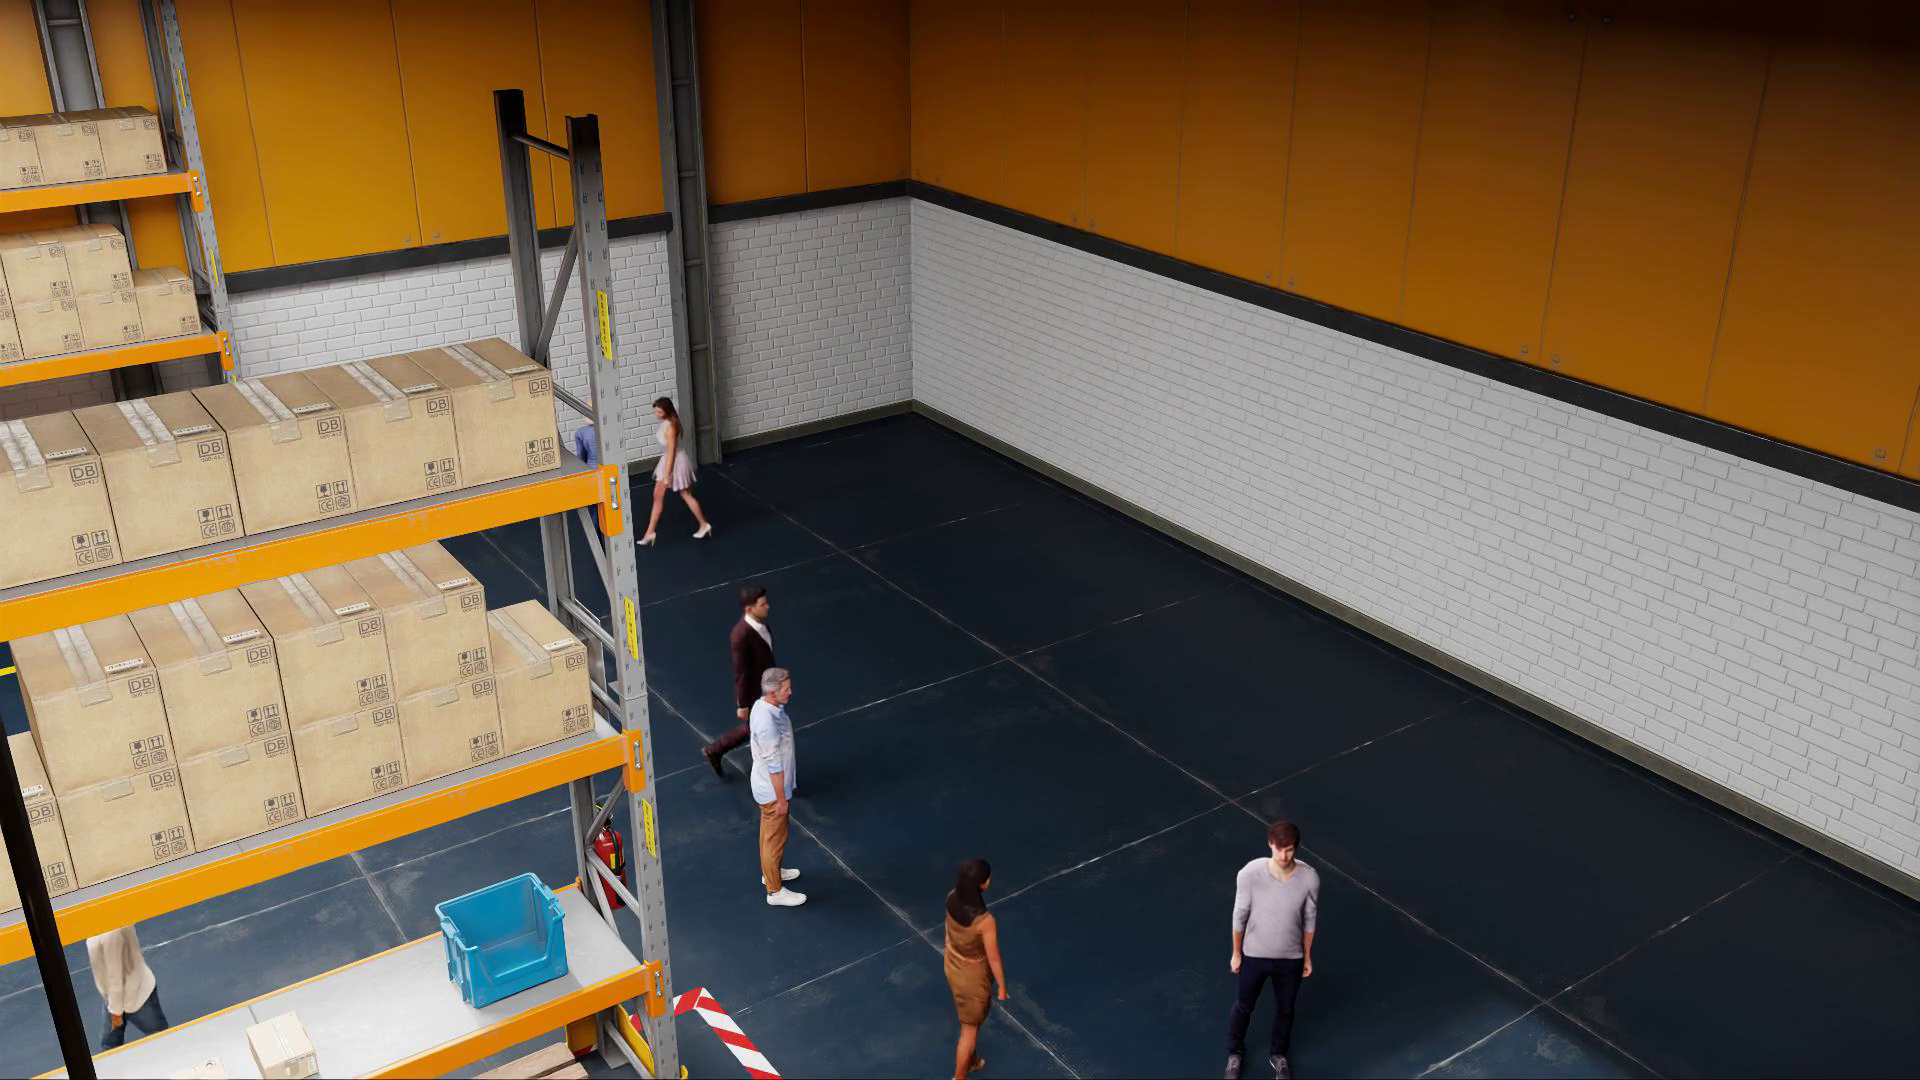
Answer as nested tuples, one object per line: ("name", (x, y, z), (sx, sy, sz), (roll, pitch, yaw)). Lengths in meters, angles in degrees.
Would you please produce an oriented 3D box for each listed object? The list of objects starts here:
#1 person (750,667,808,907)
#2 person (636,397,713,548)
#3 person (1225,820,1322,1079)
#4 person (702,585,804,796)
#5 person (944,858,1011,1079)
("person", (-1.335, 1.735, 11.869), (0.725, 1.822, 0.762), (-5, 24, -11))
("person", (-2.949, -0.724, 17.644), (1.124, 1.702, 0.759), (-6, 24, -14))
("person", (1.898, 2.492, 10.111), (0.703, 1.843, 0.793), (1, 24, 3))
("person", (-1.696, 1.180, 13.116), (1.184, 1.840, 1.093), (3, 24, 6))
("person", (-0.006, 2.655, 9.951), (0.589, 1.674, 0.578), (-17, 29, -33))
